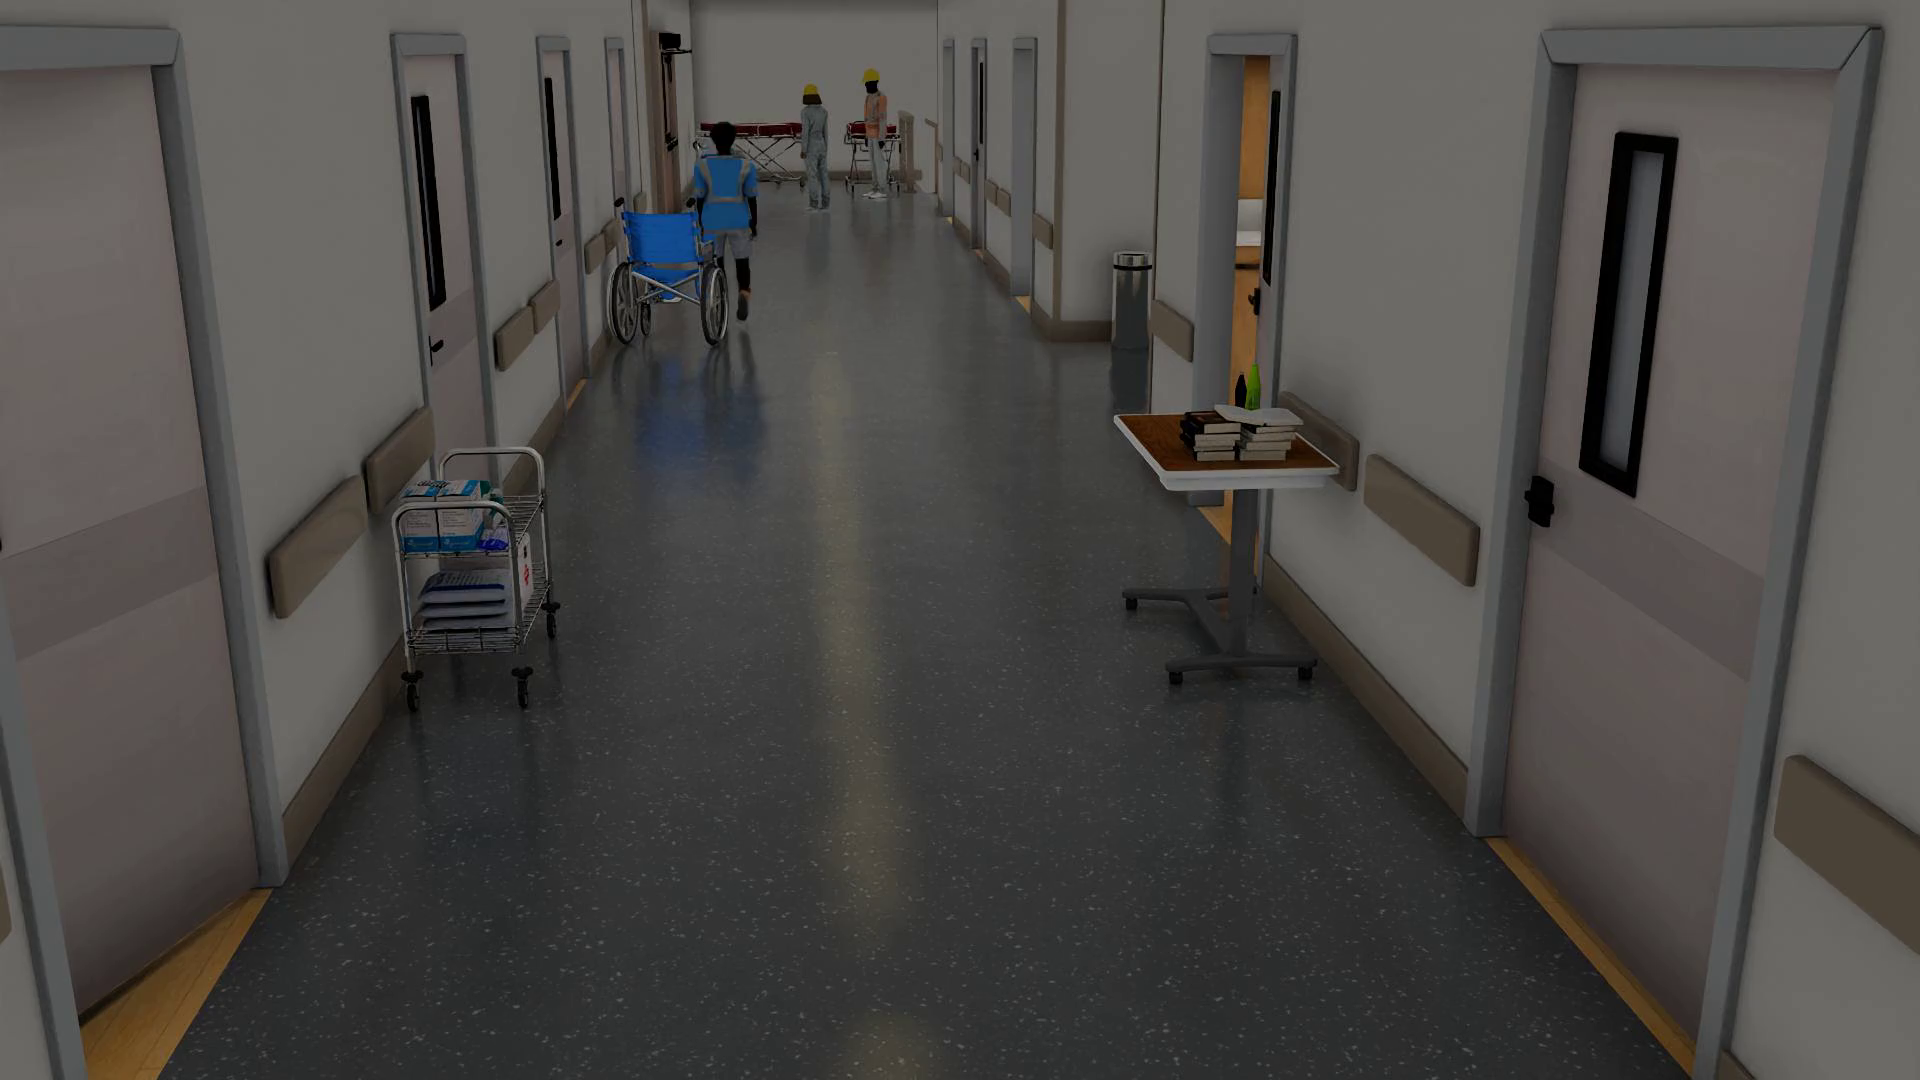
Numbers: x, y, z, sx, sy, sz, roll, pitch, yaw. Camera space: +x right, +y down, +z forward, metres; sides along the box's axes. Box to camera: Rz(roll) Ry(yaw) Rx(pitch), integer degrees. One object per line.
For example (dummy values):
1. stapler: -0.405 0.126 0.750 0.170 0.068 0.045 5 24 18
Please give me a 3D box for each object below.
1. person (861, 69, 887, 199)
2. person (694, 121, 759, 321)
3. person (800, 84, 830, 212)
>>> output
1. person: -1.304 -6.158 25.245 0.394 1.918 0.585 -8 18 -25
2. person: -1.944 -2.641 13.898 0.541 1.671 0.692 -3 17 -10
3. person: -2.054 -5.484 23.292 0.325 1.740 0.493 14 22 39
